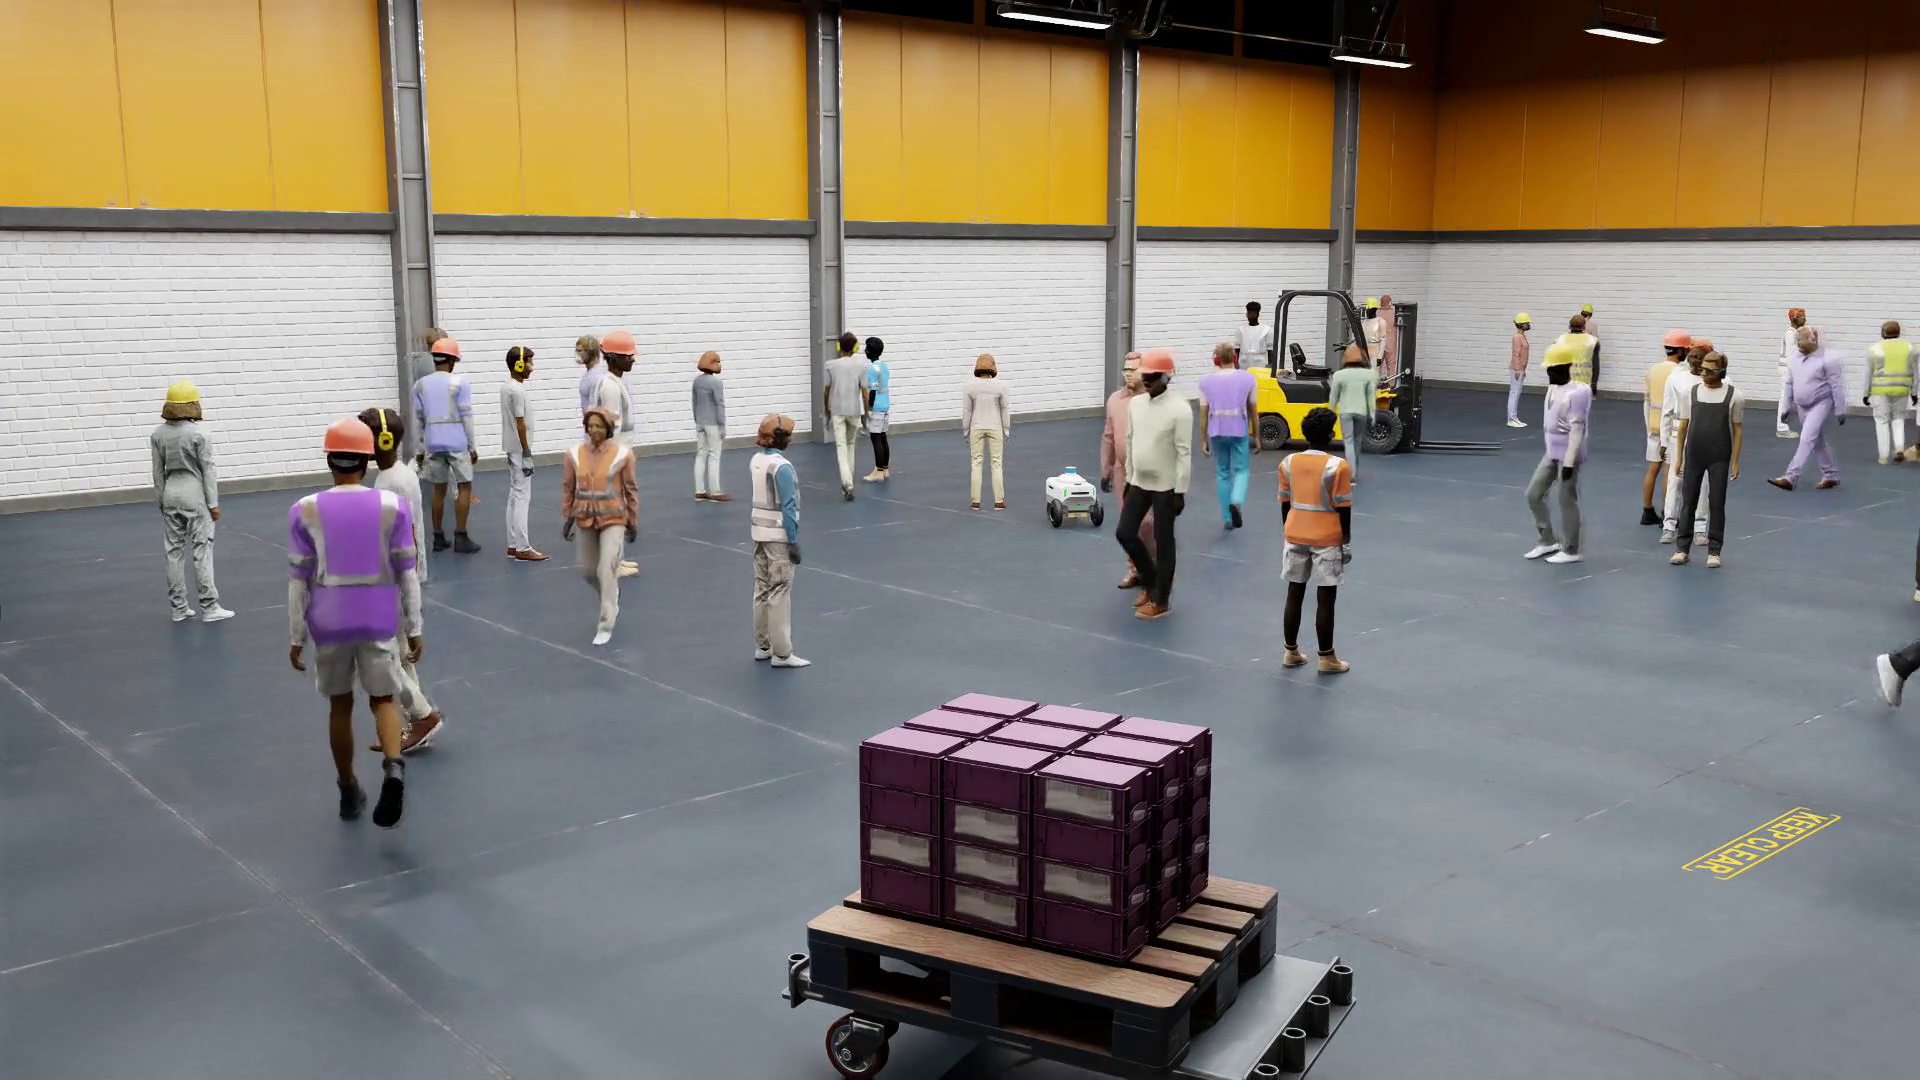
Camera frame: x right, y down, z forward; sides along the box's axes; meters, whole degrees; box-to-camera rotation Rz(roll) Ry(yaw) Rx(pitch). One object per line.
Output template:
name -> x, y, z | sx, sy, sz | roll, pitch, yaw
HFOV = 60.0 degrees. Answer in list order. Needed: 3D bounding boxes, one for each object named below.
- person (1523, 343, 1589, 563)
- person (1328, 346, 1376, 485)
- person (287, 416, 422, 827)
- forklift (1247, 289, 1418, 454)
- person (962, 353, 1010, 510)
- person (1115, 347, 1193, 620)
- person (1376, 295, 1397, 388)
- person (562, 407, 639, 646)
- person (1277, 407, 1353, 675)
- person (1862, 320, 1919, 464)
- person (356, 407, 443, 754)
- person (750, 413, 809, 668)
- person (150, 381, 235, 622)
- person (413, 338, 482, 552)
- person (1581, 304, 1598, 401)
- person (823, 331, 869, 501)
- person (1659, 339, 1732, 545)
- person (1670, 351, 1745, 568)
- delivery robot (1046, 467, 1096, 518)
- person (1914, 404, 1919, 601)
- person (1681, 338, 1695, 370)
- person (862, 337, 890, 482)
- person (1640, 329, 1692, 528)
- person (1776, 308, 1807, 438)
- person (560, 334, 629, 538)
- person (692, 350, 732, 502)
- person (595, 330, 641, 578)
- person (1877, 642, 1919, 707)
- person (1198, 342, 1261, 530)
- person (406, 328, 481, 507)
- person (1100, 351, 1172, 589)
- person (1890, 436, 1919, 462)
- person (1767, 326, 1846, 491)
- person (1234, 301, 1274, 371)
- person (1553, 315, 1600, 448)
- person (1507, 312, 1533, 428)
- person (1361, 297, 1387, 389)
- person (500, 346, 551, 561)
person -> 5.092, -0.730, 14.213 | 0.589, 1.897, 0.608 | -1, 10, -8
person -> 4.547, -1.460, 19.398 | 0.518, 1.580, 0.854 | -1, 10, -4
person -> -2.764, 0.397, 7.612 | 0.581, 1.908, 0.703 | -4, 10, -20
forklift -> 5.034, -2.339, 22.783 | 2.313, 2.155, 1.214 | 3, 10, 16
person -> 0.273, -1.123, 17.305 | 0.498, 1.633, 0.282 | 1, 10, 6
person -> 1.406, -0.404, 12.065 | 0.434, 1.982, 0.642 | -8, 13, -41
person -> 8.044, -3.676, 31.477 | 0.636, 1.901, 0.405 | 3, 10, 18
person -> -2.467, -0.128, 11.512 | 0.522, 1.618, 0.683 | 2, 10, 10
person -> 2.251, 0.003, 10.524 | 0.533, 1.698, 0.318 | 9, 14, 44
person -> 11.774, -1.864, 21.092 | 0.642, 1.822, 0.438 | 2, 10, 13
person -> -3.015, 0.226, 8.766 | 0.385, 1.854, 0.541 | -5, 11, -26
person -> -1.184, 0.006, 10.700 | 0.310, 1.637, 0.527 | -6, 11, -31
person -> -5.573, -0.276, 12.026 | 0.487, 1.744, 0.312 | 2, 10, 12
person -> -4.561, -0.830, 14.776 | 0.654, 1.909, 0.540 | 3, 10, 14
person -> 11.411, -3.421, 30.365 | 0.302, 1.771, 0.527 | -7, 12, -34
person -> -1.239, -1.353, 18.121 | 0.502, 1.830, 0.935 | -2, 10, -12
person -> 6.706, -0.889, 15.201 | 0.579, 1.882, 0.342 | 4, 10, 21
person -> 6.351, -0.683, 14.125 | 0.506, 1.840, 0.344 | 6, 12, 33
delivery robot -> 1.090, -0.480, 16.419 | 0.477, 0.478, 0.707 | -2, 10, -12
person -> 7.595, -0.512, 12.539 | 0.677, 2.000, 0.536 | -2, 10, -13
person -> 8.998, -1.683, 20.598 | 0.322, 1.632, 0.522 | 6, 11, 31
person -> -0.989, -1.531, 19.505 | 0.316, 1.695, 0.540 | 3, 10, 14
person -> 6.910, -1.083, 16.182 | 0.373, 1.934, 0.551 | -3, 10, -19
person -> 12.121, -2.432, 24.243 | 0.356, 1.883, 0.572 | 5, 11, 26
person -> -3.429, -0.938, 15.403 | 0.794, 1.907, 0.647 | -4, 10, -22
person -> -2.691, -1.226, 17.909 | 0.507, 1.632, 0.270 | 9, 13, 44
person -> -2.805, -0.702, 13.686 | 0.407, 2.036, 0.610 | -2, 10, -12
person -> 5.725, 0.095, 9.392 | 0.761, 1.899, 0.598 | 7, 12, 36
person -> 2.569, -0.978, 15.904 | 0.608, 1.820, 0.577 | 2, 10, 14
person -> -5.516, -1.251, 17.292 | 0.933, 1.908, 0.639 | -9, 13, -41
person -> 1.396, -0.535, 13.108 | 0.671, 1.890, 0.445 | 8, 12, 38
person -> 12.373, -1.891, 20.903 | 0.604, 1.968, 1.081 | -6, 12, -33
person -> 9.547, -1.465, 18.690 | 1.034, 1.852, 0.668 | -2, 10, -12
person -> 4.419, -2.623, 25.115 | 0.610, 1.963, 0.365 | 4, 11, 24
person -> 8.429, -2.158, 22.806 | 0.641, 1.835, 0.444 | 3, 10, 18
person -> 8.646, -2.622, 25.687 | 0.306, 1.772, 0.527 | 5, 11, 27
person -> 7.061, -3.203, 28.614 | 0.359, 1.930, 0.587 | -6, 11, -31
person -> -3.801, -0.747, 14.436 | 0.329, 1.865, 0.508 | -5, 11, -28
